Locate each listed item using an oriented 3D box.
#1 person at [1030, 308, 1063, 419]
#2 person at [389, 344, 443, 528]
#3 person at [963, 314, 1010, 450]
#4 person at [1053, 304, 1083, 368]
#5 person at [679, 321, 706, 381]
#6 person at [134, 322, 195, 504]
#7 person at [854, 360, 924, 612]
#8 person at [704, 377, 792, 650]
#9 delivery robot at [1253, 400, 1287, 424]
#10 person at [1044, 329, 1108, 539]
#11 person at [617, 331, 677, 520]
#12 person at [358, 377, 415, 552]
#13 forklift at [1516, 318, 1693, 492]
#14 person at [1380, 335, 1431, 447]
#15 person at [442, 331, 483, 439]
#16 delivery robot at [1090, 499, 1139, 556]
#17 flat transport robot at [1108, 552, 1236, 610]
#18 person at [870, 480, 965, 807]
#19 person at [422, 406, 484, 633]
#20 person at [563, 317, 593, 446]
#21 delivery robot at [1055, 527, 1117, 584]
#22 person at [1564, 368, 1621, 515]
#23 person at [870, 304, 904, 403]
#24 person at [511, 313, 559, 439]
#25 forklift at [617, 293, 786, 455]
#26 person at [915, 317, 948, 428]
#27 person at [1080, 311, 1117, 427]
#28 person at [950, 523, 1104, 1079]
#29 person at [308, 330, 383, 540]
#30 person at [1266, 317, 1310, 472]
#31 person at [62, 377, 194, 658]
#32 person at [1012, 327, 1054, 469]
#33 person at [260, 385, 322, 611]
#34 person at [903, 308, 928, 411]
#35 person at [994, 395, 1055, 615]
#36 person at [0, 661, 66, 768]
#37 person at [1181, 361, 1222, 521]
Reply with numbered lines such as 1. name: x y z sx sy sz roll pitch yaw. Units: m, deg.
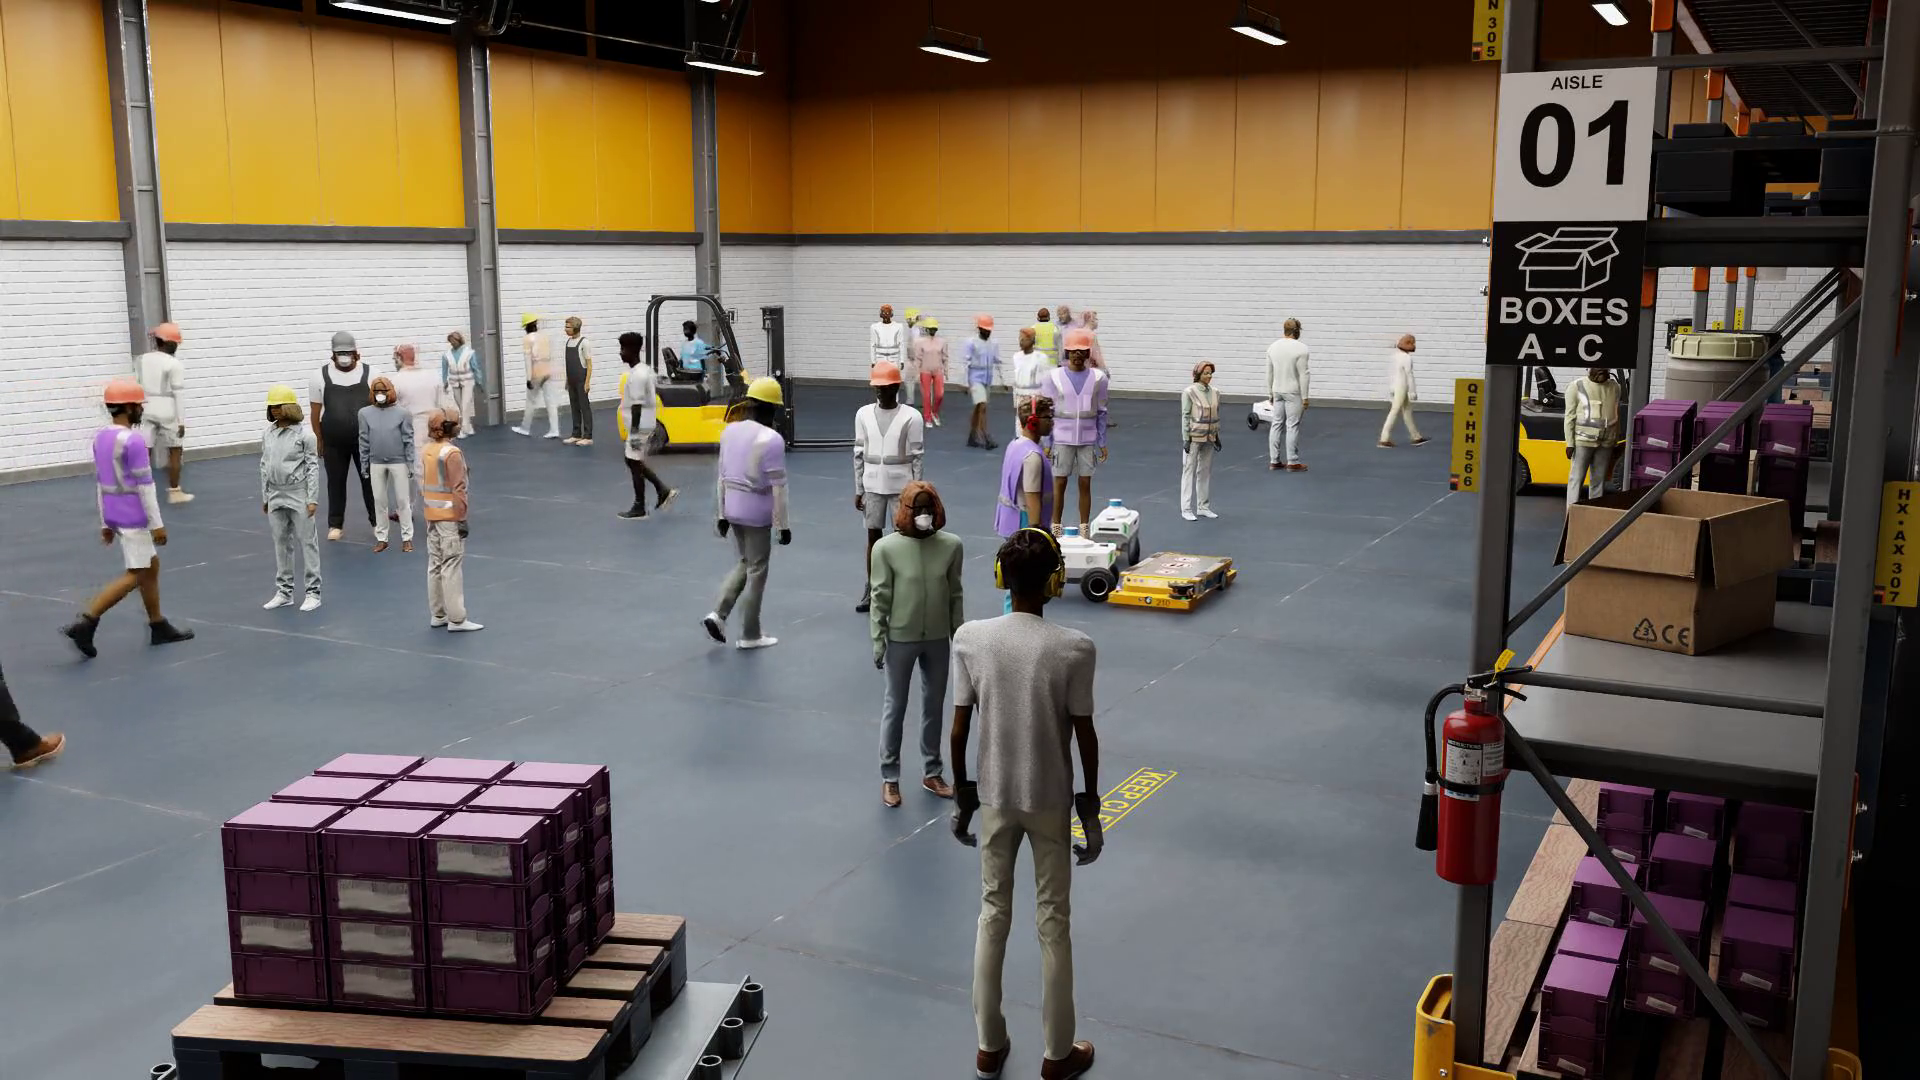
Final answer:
1. person: 1.393 -2.923 27.594 0.622 1.838 0.429 -1 10 -5
2. person: -5.477 -1.037 16.666 1.020 1.849 0.651 6 11 30
3. person: 0.374 -2.204 23.269 0.580 1.878 0.943 -8 12 -37
4. person: 1.810 -3.055 28.228 0.666 1.888 0.453 1 10 8
5. person: -4.274 -2.618 26.280 0.552 1.671 0.624 9 13 41
6. person: -8.724 -1.341 17.998 0.651 2.010 0.806 2 10 13
7. person: -0.552 -0.401 12.693 0.544 1.939 0.372 2 10 14
8. person: -1.423 -0.172 11.478 0.620 1.900 0.497 9 14 43
9. delivery robot: 4.819 -1.990 25.621 0.477 0.478 0.707 -4 10 -20
10. person: 1.076 -0.930 15.446 0.605 2.045 0.378 -1 10 -5
11. person: -3.277 -1.174 17.125 0.498 1.952 0.637 -1 10 -3
12. person: -5.256 -0.690 15.279 0.501 1.626 0.282 -1 10 -4
13. forklift: 7.066 -1.601 18.899 2.313 2.155 1.214 5 11 27
14. person: 6.335 -2.098 23.507 0.826 1.590 0.528 0 10 -1
15. person: -7.423 -2.329 24.851 0.562 1.595 0.812 1 10 4
16. delivery robot: 1.379 -0.119 14.791 0.477 0.478 0.707 2 10 14
17. flat transport robot: 1.733 0.310 13.398 0.652 0.197 1.431 4 11 23
18. person: -0.205 0.508 8.310 0.507 1.632 0.268 -4 11 -24
19. person: -3.732 -0.150 12.098 0.314 1.641 0.515 -9 13 -41
20. person: -5.465 -2.266 23.763 0.514 1.841 0.327 8 13 39
21. delivery robot: 0.890 0.139 13.294 0.707 0.478 0.477 1 10 9
22. person: 6.197 -0.968 16.277 0.590 1.833 0.404 -2 10 -12
23. person: -1.236 -3.060 28.285 0.577 1.877 0.339 0 10 -2
24. person: -6.299 -2.429 24.662 0.960 1.854 0.602 6 12 32
25. forklift: -3.588 -2.317 23.042 2.313 2.155 1.214 -1 10 -5
26. person: -0.442 -2.620 26.083 0.552 1.751 0.393 -2 10 -12
27. person: 1.953 -2.651 25.979 1.015 1.858 0.636 -1 10 -6
28. person: 0.220 0.875 5.508 0.532 1.868 0.310 3 10 18
29. person: -5.833 -1.005 15.895 0.699 2.000 0.536 -3 10 -19
30. person: 4.132 -1.827 20.945 0.362 1.938 0.631 -8 13 -39
31. person: -5.749 -0.153 11.374 0.545 1.909 0.857 8 13 40
32. person: 0.940 -1.697 20.459 0.765 1.859 0.594 -9 13 -43
33. person: -5.162 -0.320 12.792 0.484 1.744 0.295 2 10 14
34. person: -0.798 -3.141 28.995 0.692 1.782 0.611 3 10 15
35. person: 0.421 -0.011 10.710 0.390 1.842 0.564 -2 10 -9
36. person: -5.225 0.321 8.564 0.683 1.931 0.991 6 12 33
37. person: 2.484 -1.025 17.164 0.514 1.642 0.310 -7 12 -35
